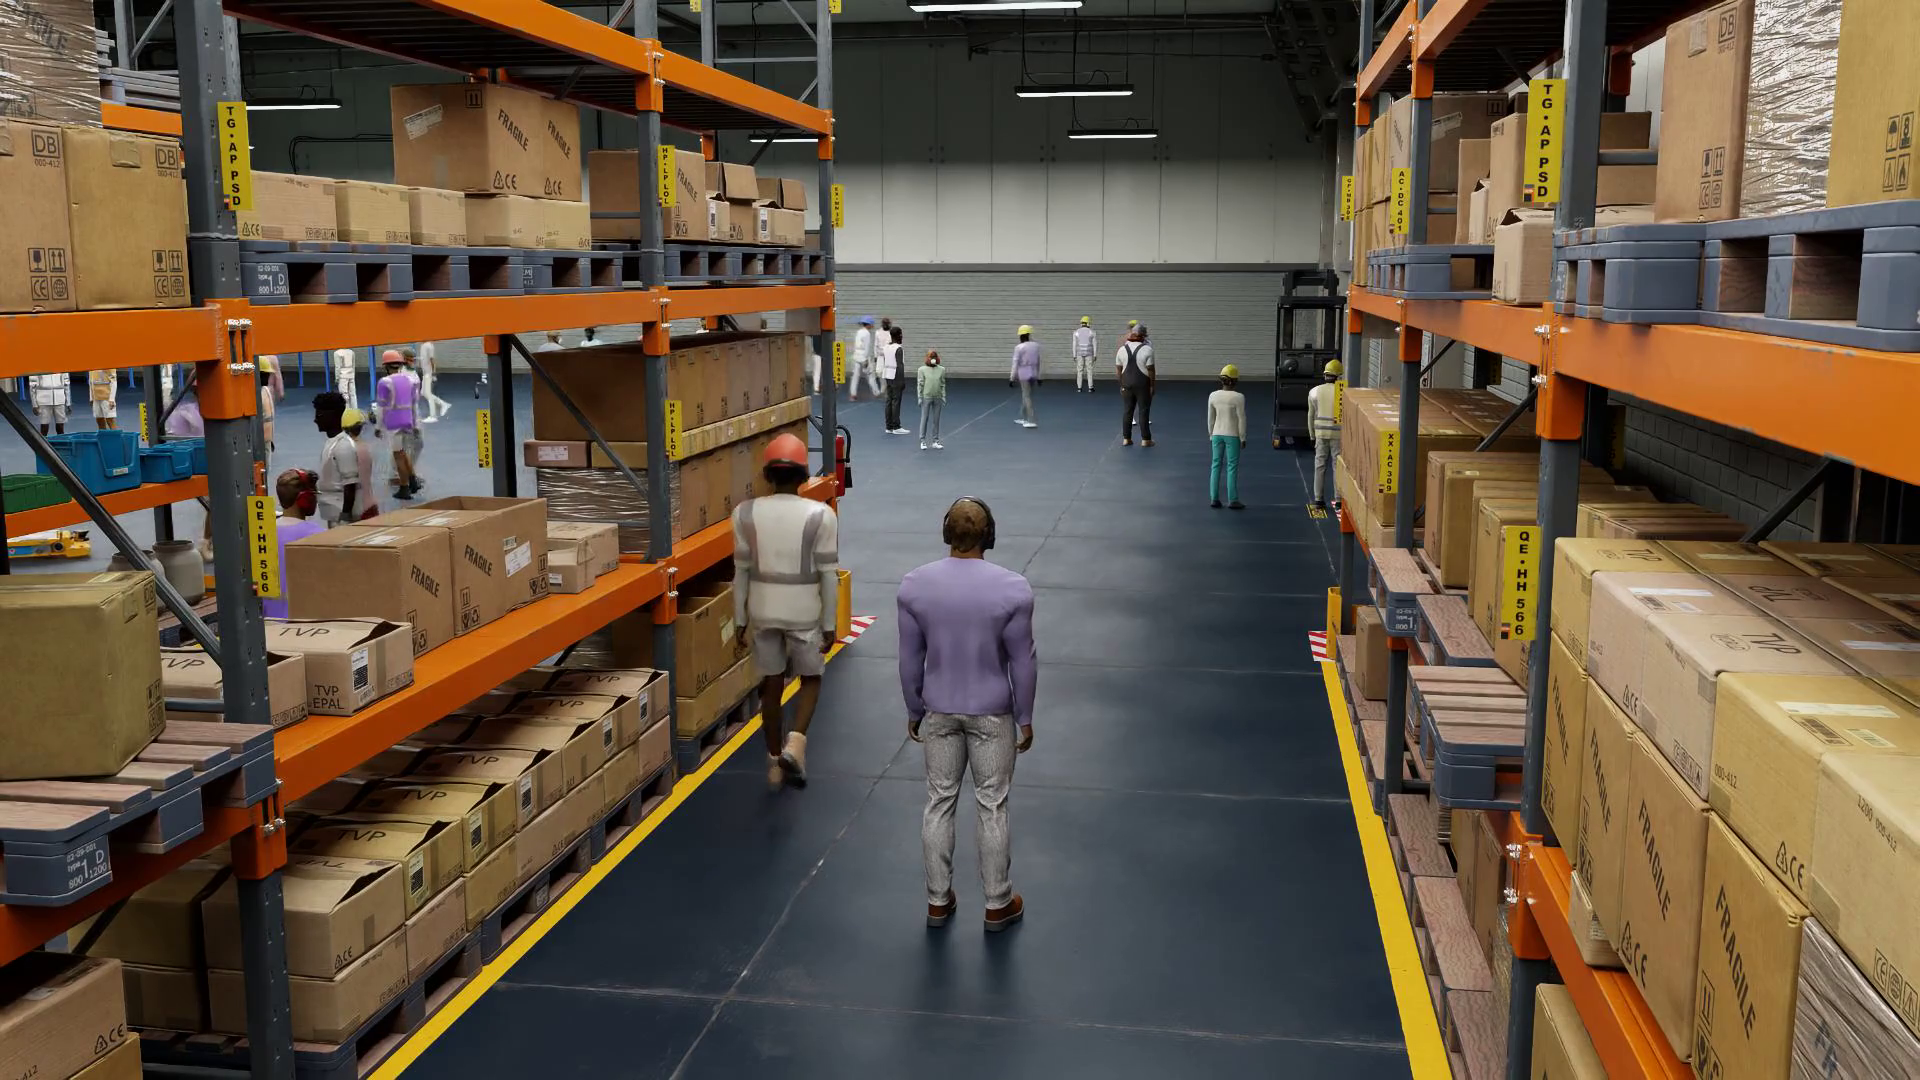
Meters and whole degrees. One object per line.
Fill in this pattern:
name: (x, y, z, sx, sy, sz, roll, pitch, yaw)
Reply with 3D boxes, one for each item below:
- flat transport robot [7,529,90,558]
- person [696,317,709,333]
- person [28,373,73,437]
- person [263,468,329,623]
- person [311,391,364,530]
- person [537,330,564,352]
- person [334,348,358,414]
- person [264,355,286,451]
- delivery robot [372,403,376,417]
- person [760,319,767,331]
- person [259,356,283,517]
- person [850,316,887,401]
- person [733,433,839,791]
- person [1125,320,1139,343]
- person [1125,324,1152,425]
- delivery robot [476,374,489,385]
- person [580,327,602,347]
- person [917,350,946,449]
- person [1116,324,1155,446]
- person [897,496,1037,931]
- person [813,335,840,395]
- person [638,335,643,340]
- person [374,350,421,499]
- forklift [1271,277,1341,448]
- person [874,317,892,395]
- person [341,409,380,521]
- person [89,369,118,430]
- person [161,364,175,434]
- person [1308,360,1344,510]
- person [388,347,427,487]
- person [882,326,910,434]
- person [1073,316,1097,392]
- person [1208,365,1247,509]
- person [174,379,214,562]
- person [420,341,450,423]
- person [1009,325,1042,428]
flat transport robot: (-9.691, 0.068, 16.973, 1.431, 0.197, 0.652, -5, 10, -27)
person: (-5.880, -4.235, 38.495, 0.538, 1.860, 0.313, 1, 9, 8)
person: (-13.550, -2.053, 24.807, 0.557, 1.934, 0.375, -9, 13, -43)
person: (-3.645, 0.529, 9.163, 0.569, 1.840, 0.374, 3, 10, 19)
person: (-4.980, -0.205, 13.379, 0.487, 1.968, 0.652, -5, 10, -28)
person: (-7.038, -2.703, 28.812, 0.628, 1.936, 0.377, 6, 11, 31)
person: (-11.994, -3.145, 32.446, 0.315, 1.640, 0.515, 4, 10, 23)
person: (-11.305, -2.386, 27.001, 0.657, 1.888, 0.604, 1, 9, 5)
delivery robot: (-10.894, -2.539, 31.889, 0.477, 0.478, 0.707, 8, 12, 40)
person: (-4.617, -4.281, 38.998, 0.624, 1.792, 0.945, 5, 10, 26)
person: (-8.223, -1.205, 19.602, 0.382, 1.923, 0.594, -1, 9, -4)
person: (-2.063, -4.056, 37.258, 0.947, 1.889, 0.638, -4, 10, -26)
person: (-0.982, 0.423, 9.272, 0.615, 2.029, 0.562, 1, 9, 7)
person: (4.202, -4.409, 39.894, 0.540, 1.745, 0.363, 8, 12, 41)
person: (3.423, -3.148, 31.661, 0.640, 1.905, 0.410, -6, 11, -32)
delivery robot: (-10.968, -3.718, 38.351, 0.335, 0.223, 0.698, -3, 10, -21)
person: (-8.272, -3.906, 37.093, 0.545, 1.644, 0.872, 3, 10, 19)
person: (-0.461, -2.312, 27.328, 0.502, 1.632, 0.277, -4, 10, -23)
person: (2.996, -2.592, 27.933, 0.672, 2.000, 0.536, 6, 11, 31)
person: (0.037, 0.768, 7.398, 0.630, 1.940, 0.372, 2, 10, 15)
person: (-3.200, -4.405, 39.316, 0.614, 1.940, 1.042, 3, 10, 19)
person: (-5.082, -2.371, 26.920, 0.584, 1.882, 0.346, -8, 12, -42)
person: (-7.254, -1.486, 21.387, 0.456, 1.913, 0.536, 5, 11, 30)
forklift: (5.847, -3.016, 27.970, 1.129, 2.768, 1.873, 1, 9, 9)
person: (-1.717, -4.308, 39.042, 0.651, 1.825, 0.434, 3, 10, 19)
person: (-5.299, -0.293, 14.631, 0.920, 1.718, 0.547, 1, 9, 8)
person: (-13.347, -2.218, 25.843, 0.542, 1.928, 0.377, 5, 10, 26)
person: (-14.273, -2.704, 29.800, 0.552, 1.615, 0.532, -3, 10, -16)
person: (4.568, -1.293, 20.428, 0.589, 1.834, 0.403, 7, 11, 35)
person: (-7.510, -1.656, 22.463, 0.604, 1.895, 0.646, 0, 9, 2)
person: (-1.180, -2.880, 29.955, 0.391, 1.920, 0.587, -5, 11, -30)
person: (3.024, -4.481, 40.124, 0.586, 1.823, 0.403, 2, 9, 14)
person: (3.304, -1.274, 20.521, 0.533, 1.768, 0.311, 8, 12, 40)
person: (-7.405, -0.718, 16.436, 1.072, 1.996, 0.604, 8, 12, 42)
person: (-10.254, -3.221, 32.318, 0.539, 1.838, 0.601, -6, 11, -33)
person: (1.163, -3.062, 31.126, 0.625, 1.893, 0.834, -8, 12, -41)
